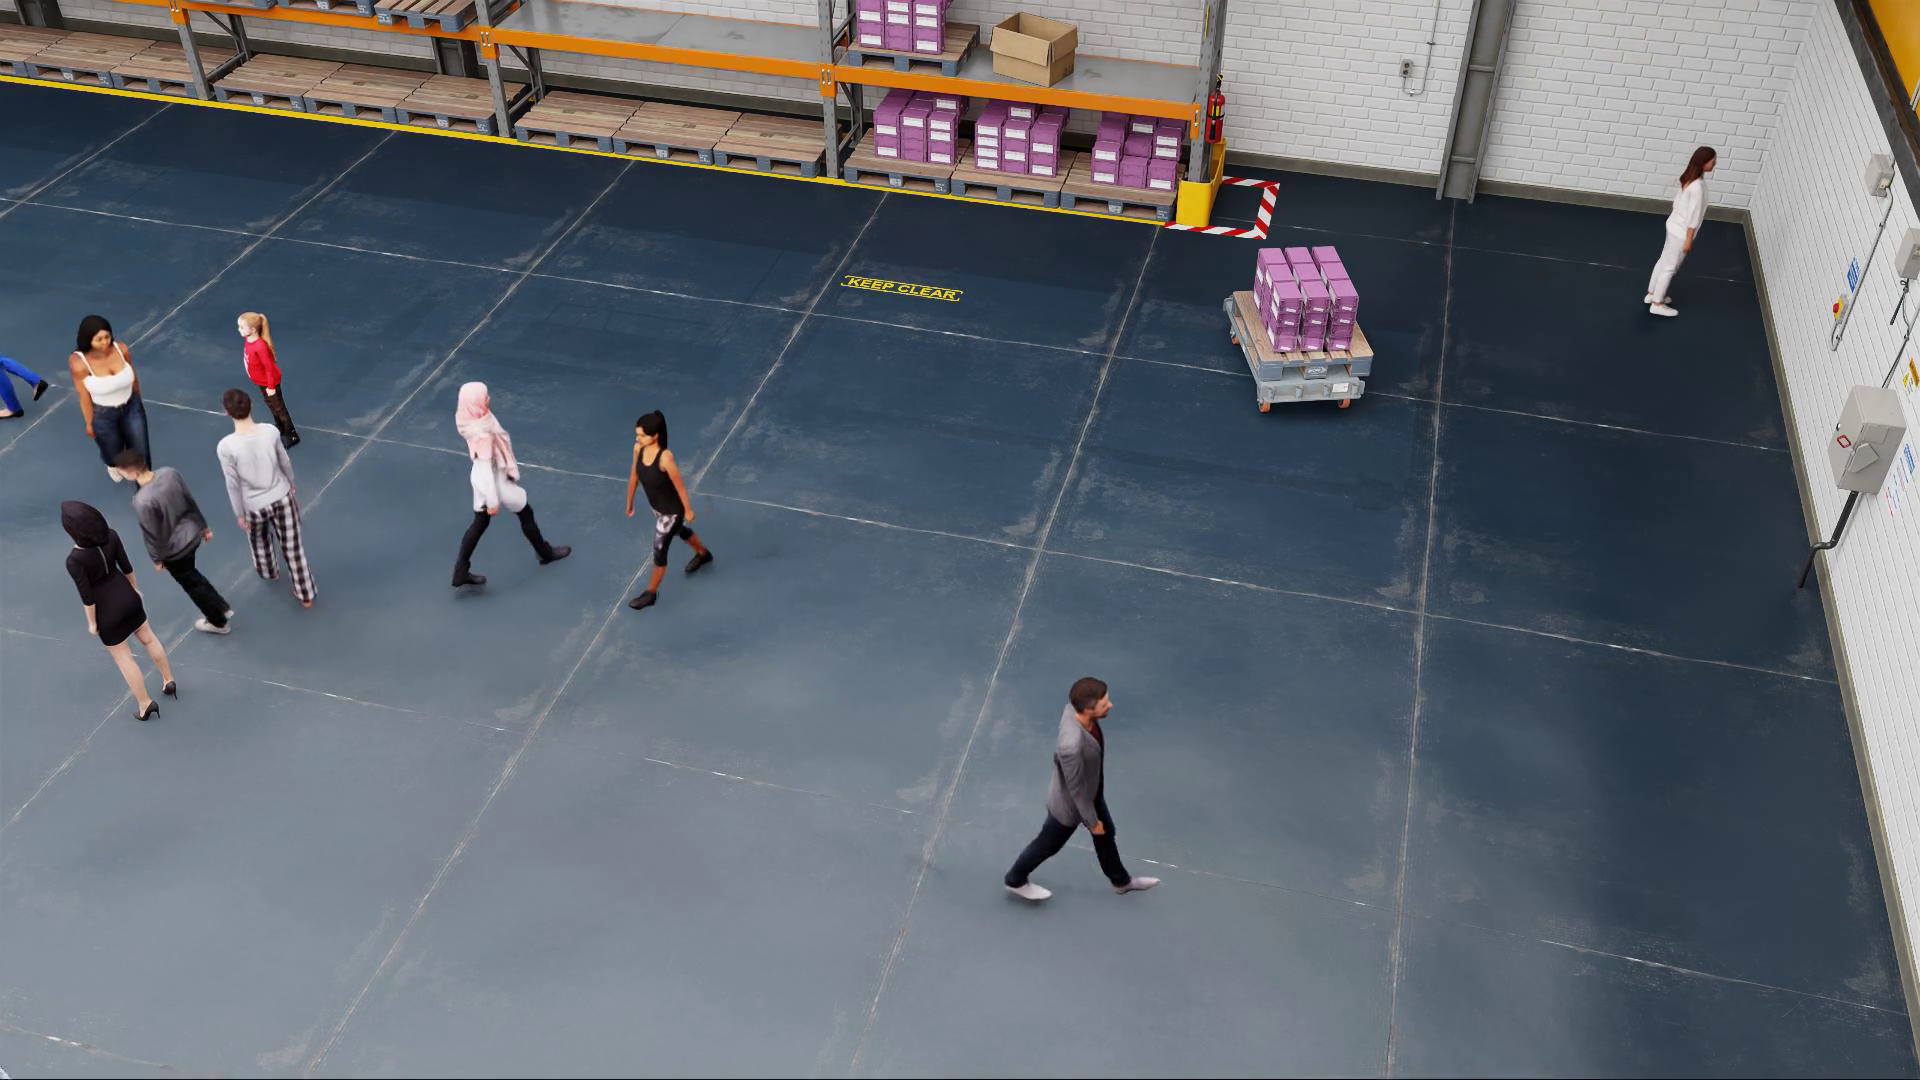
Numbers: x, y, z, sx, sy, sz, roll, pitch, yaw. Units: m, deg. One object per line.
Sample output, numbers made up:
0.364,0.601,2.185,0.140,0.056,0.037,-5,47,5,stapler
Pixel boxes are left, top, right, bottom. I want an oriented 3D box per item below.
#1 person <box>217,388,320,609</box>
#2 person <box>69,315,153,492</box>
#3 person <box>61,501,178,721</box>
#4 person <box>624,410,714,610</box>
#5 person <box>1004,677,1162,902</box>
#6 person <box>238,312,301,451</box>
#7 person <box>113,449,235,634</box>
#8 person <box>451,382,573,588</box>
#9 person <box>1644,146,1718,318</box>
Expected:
-5.084,-0.250,12.282,0.997,1.824,1.109,-27,46,-30,person
-6.791,-1.031,13.298,0.967,1.778,1.119,-30,47,-32,person
-5.771,0.484,11.379,0.520,1.803,0.627,14,41,16,person
-2.150,-0.306,12.515,1.124,1.622,1.016,31,48,33,person
0.602,1.561,10.015,1.169,1.823,0.678,9,39,11,person
-5.886,-1.365,14.114,0.641,1.281,0.560,-30,47,-32,person
-5.561,0.050,11.974,0.608,1.741,0.683,10,40,12,person
-3.603,-0.378,12.492,1.186,1.761,1.181,-23,44,-26,person
6.836,-2.943,15.764,0.569,1.688,0.633,4,39,5,person
